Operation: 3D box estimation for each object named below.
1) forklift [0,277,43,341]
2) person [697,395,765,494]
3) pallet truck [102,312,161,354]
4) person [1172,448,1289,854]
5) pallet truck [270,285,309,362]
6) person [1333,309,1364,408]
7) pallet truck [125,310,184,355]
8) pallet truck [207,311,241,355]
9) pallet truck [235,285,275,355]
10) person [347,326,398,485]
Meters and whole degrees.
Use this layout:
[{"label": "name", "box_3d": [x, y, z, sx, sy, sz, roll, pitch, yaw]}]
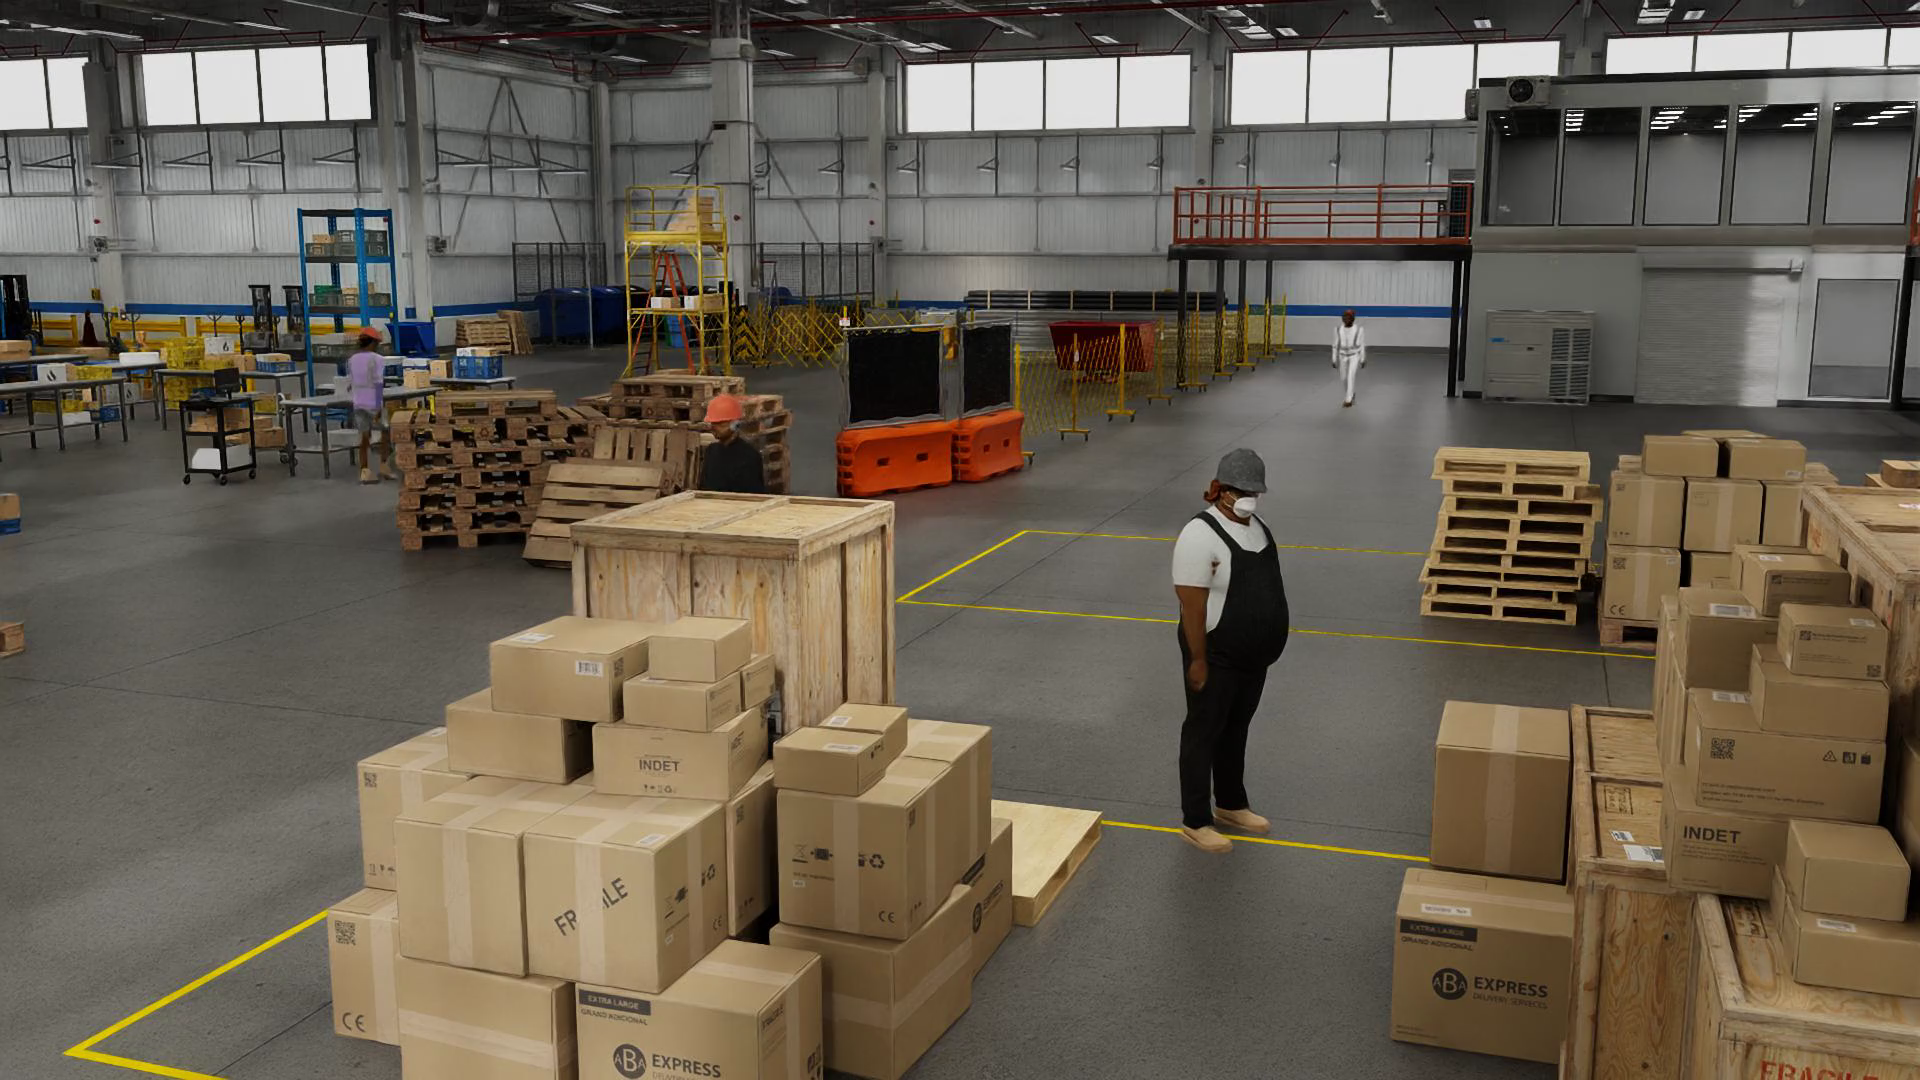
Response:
[{"label": "forklift", "box_3d": [-27.151, -6.329, 46.328, 1.157, 1.987, 2.680, 3, 11, 17]}, {"label": "person", "box_3d": [-1.700, -0.058, 11.977, 0.661, 1.971, 0.629, -8, 13, -40]}, {"label": "pallet truck", "box_3d": [-23.057, -5.777, 46.261, 0.680, 1.201, 1.601, 3, 11, 19]}, {"label": "person", "box_3d": [1.400, 0.536, 8.421, 0.536, 2.000, 0.678, 9, 14, 42]}, {"label": "pallet truck", "box_3d": [-17.147, -5.700, 43.663, 0.823, 1.965, 1.885, 3, 11, 17]}, {"label": "person", "box_3d": [7.333, -3.416, 31.251, 0.591, 1.853, 0.750, 6, 12, 32]}, {"label": "pallet truck", "box_3d": [-22.038, -5.665, 45.457, 0.704, 1.261, 1.522, 3, 11, 17]}, {"label": "pallet truck", "box_3d": [-19.537, -5.575, 44.913, 0.653, 1.274, 1.630, 3, 11, 19]}, {"label": "pallet truck", "box_3d": [-18.327, -5.835, 44.421, 0.823, 1.965, 1.885, 4, 11, 23]}, {"label": "person", "box_3d": [-7.555, -1.717, 21.211, 0.605, 1.996, 0.653, 4, 11, 19]}]
